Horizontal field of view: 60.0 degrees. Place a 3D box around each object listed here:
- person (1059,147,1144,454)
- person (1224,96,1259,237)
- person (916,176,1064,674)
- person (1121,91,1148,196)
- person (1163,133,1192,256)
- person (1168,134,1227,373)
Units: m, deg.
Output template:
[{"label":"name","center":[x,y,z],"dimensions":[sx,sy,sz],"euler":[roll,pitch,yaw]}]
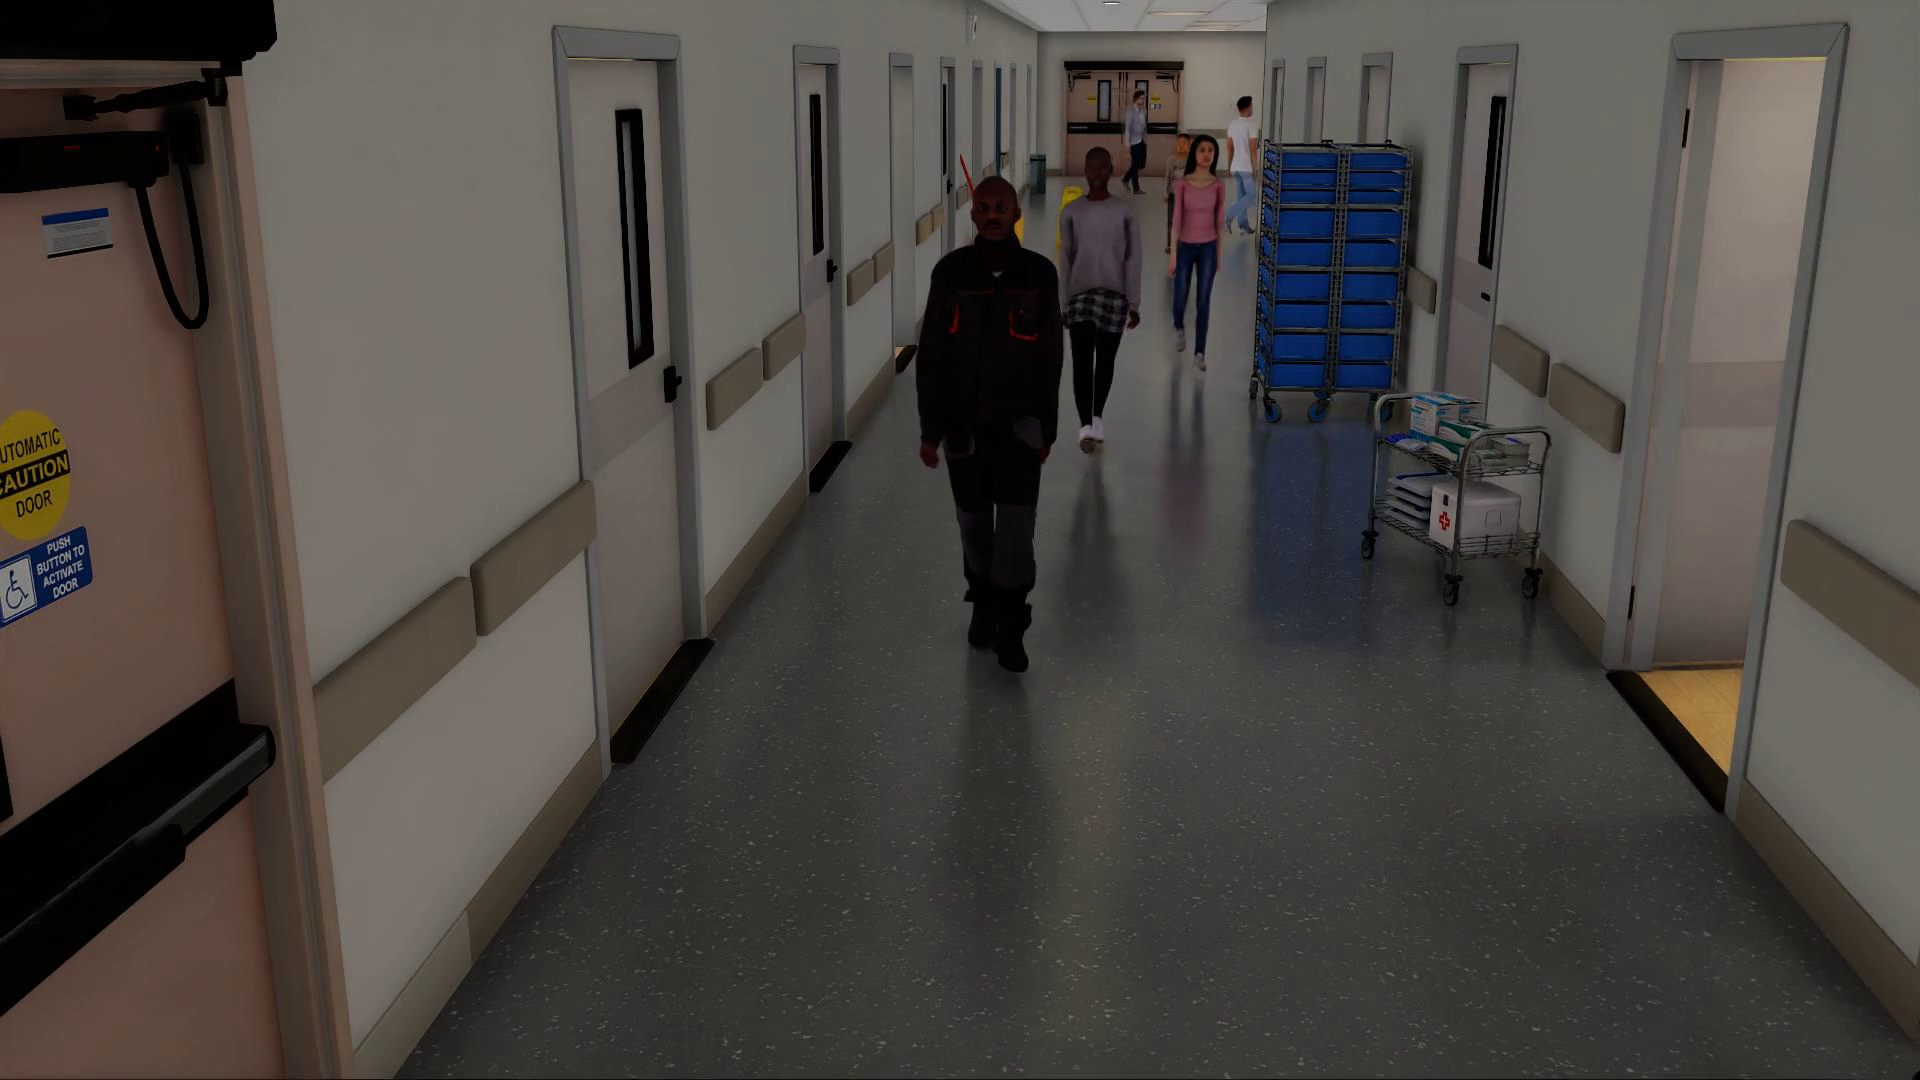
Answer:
[{"label":"person","center":[0.820,-1.392,9.778],"dimensions":[0.653,1.733,1.125],"euler":[1,16,3]},{"label":"person","center":[3.767,-4.995,22.343],"dimensions":[1.083,1.848,1.071],"euler":[-10,19,-32]},{"label":"person","center":[0.117,-0.477,6.401],"dimensions":[0.688,1.803,0.937],"euler":[1,16,5]},{"label":"person","center":[3.163,-7.244,30.348],"dimensions":[1.018,1.834,1.068],"euler":[-14,21,-41]},{"label":"person","center":[2.701,-4.193,20.248],"dimensions":[0.652,1.443,0.924],"euler":[4,16,13]},{"label":"person","center":[1.755,-2.161,12.525],"dimensions":[0.609,1.722,1.010],"euler":[0,16,0]}]
